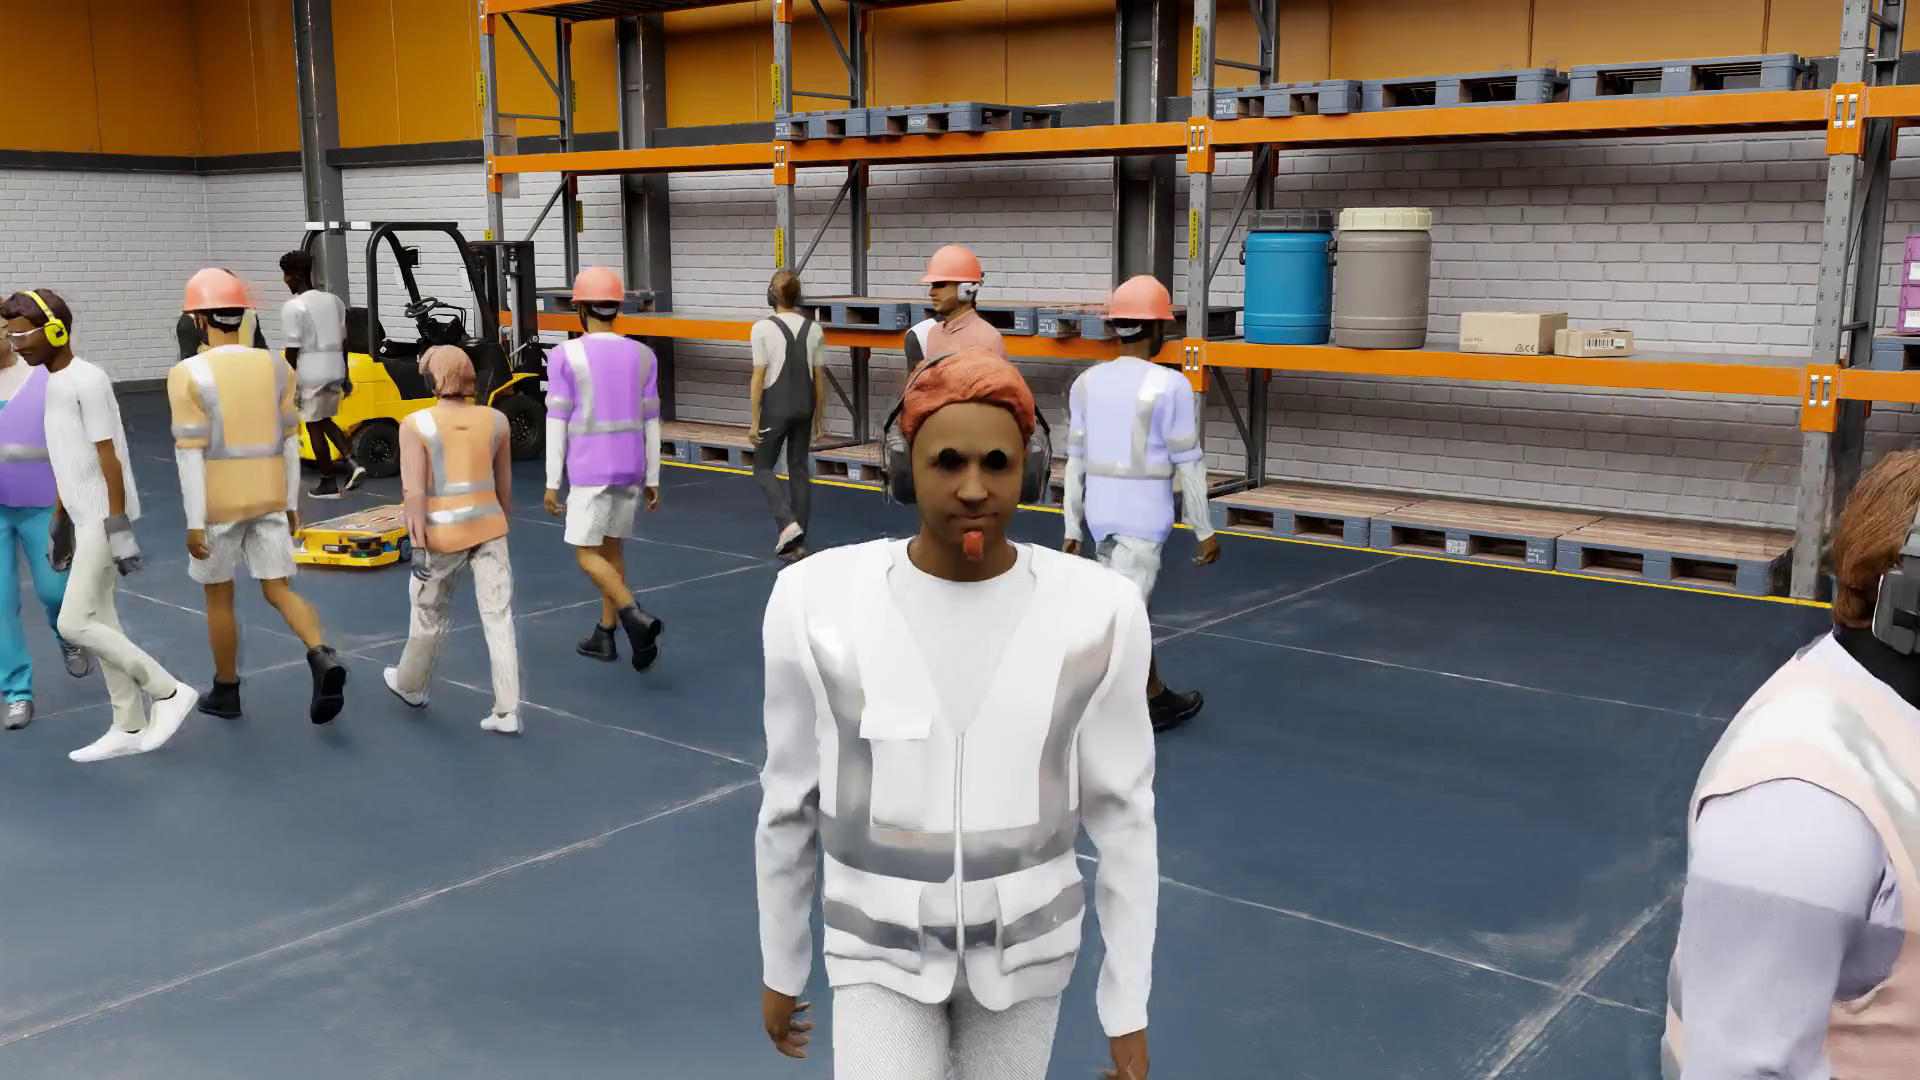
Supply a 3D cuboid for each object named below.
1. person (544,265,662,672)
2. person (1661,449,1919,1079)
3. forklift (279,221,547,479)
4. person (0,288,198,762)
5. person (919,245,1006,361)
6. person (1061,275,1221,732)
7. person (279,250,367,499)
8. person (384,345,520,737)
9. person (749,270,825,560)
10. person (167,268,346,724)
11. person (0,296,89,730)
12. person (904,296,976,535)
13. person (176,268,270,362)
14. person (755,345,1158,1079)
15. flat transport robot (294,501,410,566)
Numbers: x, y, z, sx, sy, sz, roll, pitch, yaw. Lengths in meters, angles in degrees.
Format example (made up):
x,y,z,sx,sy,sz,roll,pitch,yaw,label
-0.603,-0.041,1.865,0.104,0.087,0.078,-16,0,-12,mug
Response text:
x,y,z,sx,sy,sz,roll,pitch,yaw,label
-1.614,-0.319,7.759,0.563,1.913,0.788,-9,14,-41,person
1.146,0.784,1.955,0.945,1.790,0.642,9,13,40,person
-4.922,-1.741,14.854,1.214,2.155,2.313,8,13,38,forklift
-3.365,-0.045,6.425,0.468,1.838,0.566,-8,13,-39,person
-0.010,-0.403,7.989,0.388,1.996,0.612,-6,12,-31,person
0.680,-0.076,6.503,0.984,1.889,0.553,-9,13,-40,person
-5.007,-1.272,12.946,0.435,1.943,0.640,4,11,23,person
-2.113,-0.010,6.918,0.531,1.586,0.861,-10,14,-43,person
-1.096,-0.777,10.499,0.540,1.833,0.411,-7,12,-32,person
-2.925,-0.158,6.869,0.816,1.917,0.551,8,13,38,person
-4.010,-0.153,7.106,0.591,1.816,0.701,-4,11,-20,person
-0.030,-0.506,8.783,0.590,1.917,0.392,-8,13,-38,person
-5.381,-1.106,12.407,0.774,1.814,0.629,6,12,29,person
0.001,0.665,2.403,0.591,1.864,0.707,-1,10,-5,person
-3.712,-0.056,10.848,0.652,0.197,1.431,3,11,15,flat transport robot
